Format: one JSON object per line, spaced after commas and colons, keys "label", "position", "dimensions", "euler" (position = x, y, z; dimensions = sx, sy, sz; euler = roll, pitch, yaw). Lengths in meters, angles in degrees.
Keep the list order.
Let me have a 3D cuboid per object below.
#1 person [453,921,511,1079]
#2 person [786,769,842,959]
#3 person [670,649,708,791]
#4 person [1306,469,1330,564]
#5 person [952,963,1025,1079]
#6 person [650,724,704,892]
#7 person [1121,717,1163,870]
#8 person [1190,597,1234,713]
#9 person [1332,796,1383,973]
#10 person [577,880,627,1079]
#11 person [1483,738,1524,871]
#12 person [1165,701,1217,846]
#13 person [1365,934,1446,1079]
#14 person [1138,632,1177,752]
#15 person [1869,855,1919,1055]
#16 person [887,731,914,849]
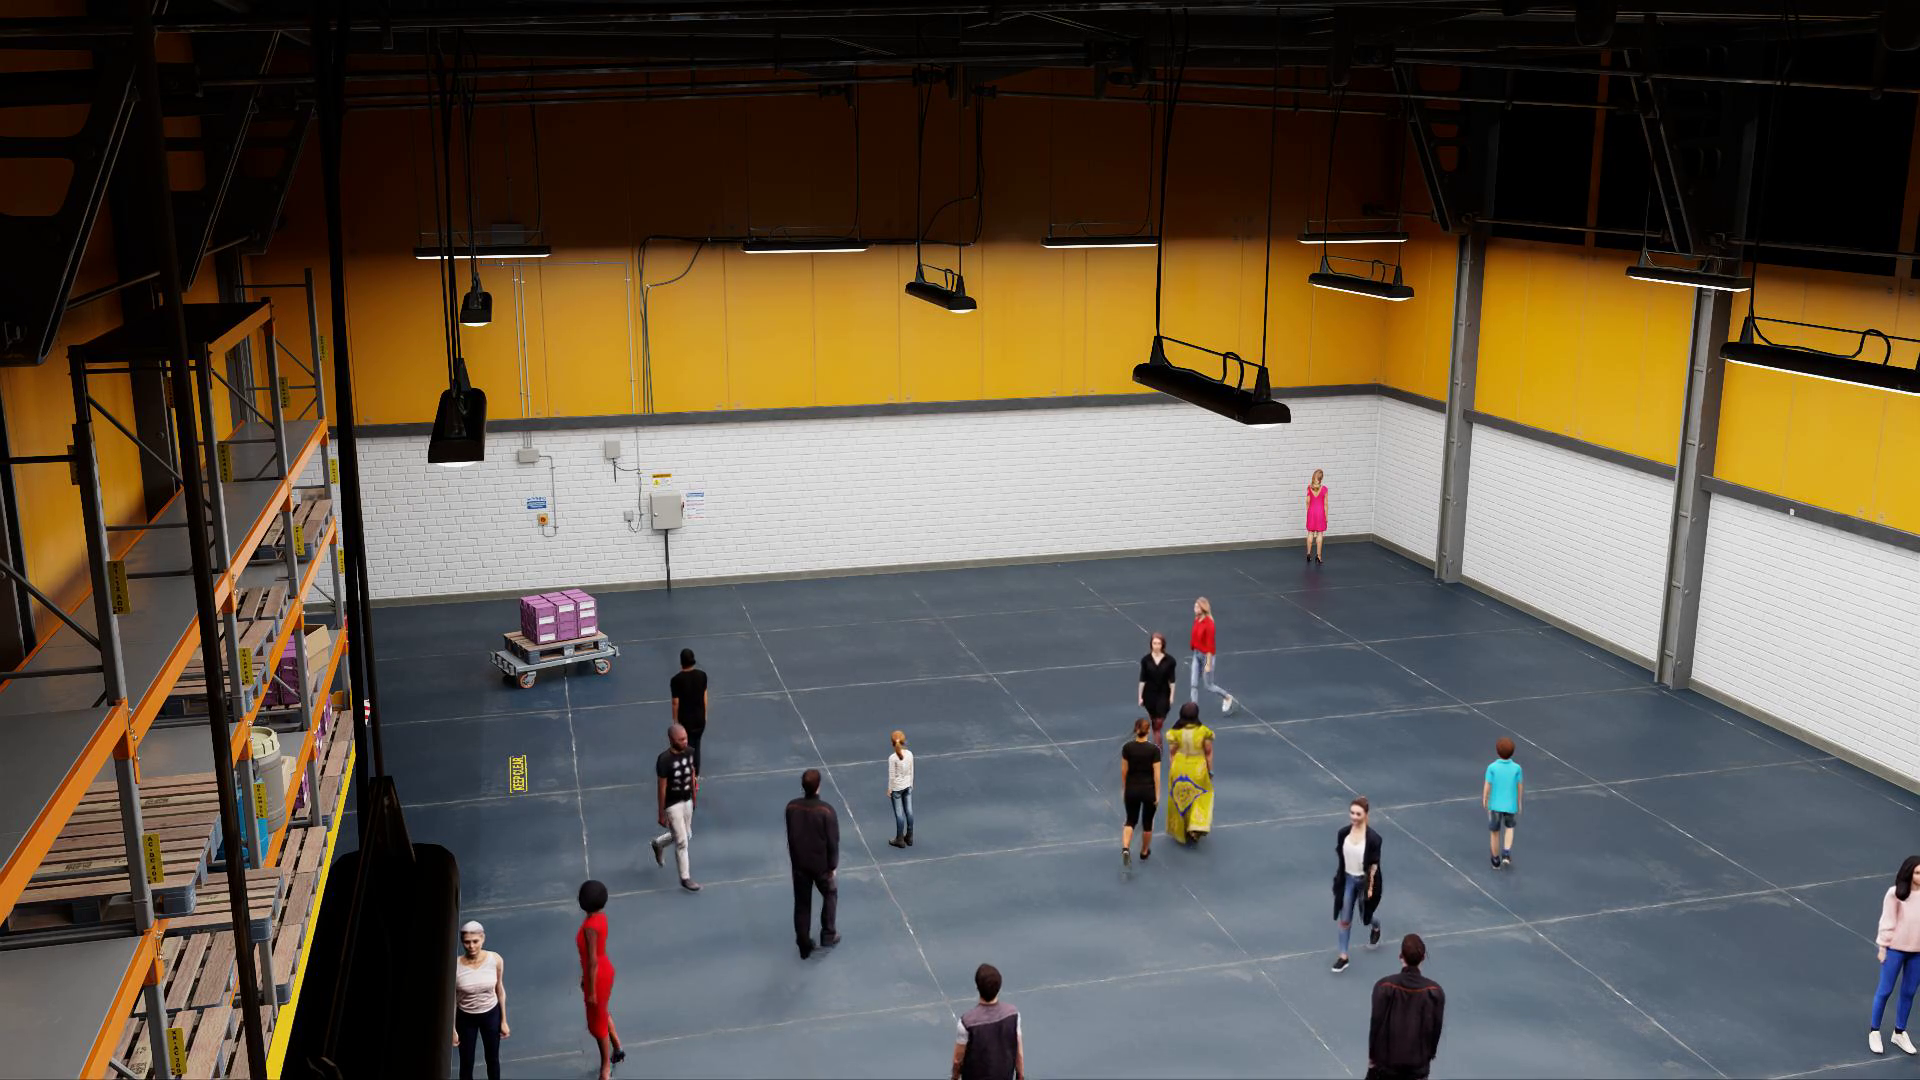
{"label": "person", "position": [-3.782, 3.777, 13.068], "dimensions": [0.632, 1.701, 0.571], "euler": [-6, 15, -22]}
{"label": "person", "position": [-1.427, 3.082, 15.682], "dimensions": [0.865, 1.821, 0.894], "euler": [3, 14, 12]}
{"label": "person", "position": [-3.169, 2.151, 19.685], "dimensions": [0.733, 1.747, 0.799], "euler": [-9, 16, -32]}
{"label": "person", "position": [6.528, -0.452, 30.478], "dimensions": [0.654, 1.728, 0.727], "euler": [10, 17, 34]}
{"label": "person", "position": [0.235, 3.986, 11.992], "dimensions": [0.795, 1.802, 1.234], "euler": [-6, 15, -23]}
{"label": "person", "position": [-2.993, 2.733, 17.211], "dimensions": [1.174, 1.781, 1.054], "euler": [10, 17, 36]}
{"label": "person", "position": [1.902, 2.695, 17.641], "dimensions": [0.900, 1.653, 1.033], "euler": [5, 14, 19]}
{"label": "person", "position": [3.308, 1.594, 22.115], "dimensions": [0.798, 1.687, 0.974], "euler": [-6, 15, -25]}
{"label": "person", "position": [3.769, 3.190, 15.577], "dimensions": [1.046, 1.662, 1.058], "euler": [10, 17, 35]}
{"label": "person", "position": [-2.948, 3.644, 13.568], "dimensions": [0.699, 1.724, 0.489], "euler": [-7, 15, -28]}
{"label": "person", "position": [5.760, 2.809, 17.609], "dimensions": [0.619, 1.445, 0.630], "euler": [2, 14, 10]}
{"label": "person", "position": [2.505, 2.577, 18.135], "dimensions": [0.900, 1.649, 0.996], "euler": [3, 14, 10]}
{"label": "person", "position": [3.273, 3.869, 12.279], "dimensions": [0.808, 1.894, 0.814], "euler": [1, 14, 6]}
{"label": "person", "position": [2.453, 1.976, 20.697], "dimensions": [0.951, 1.611, 1.163], "euler": [3, 14, 12]}
{"label": "person", "position": [8.006, 3.491, 14.104], "dimensions": [0.710, 1.769, 0.661], "euler": [1, 14, 4]}
{"label": "person", "position": [-0.645, 2.725, 18.239], "dimensions": [0.532, 1.313, 0.544], "euler": [-10, 17, -35]}
